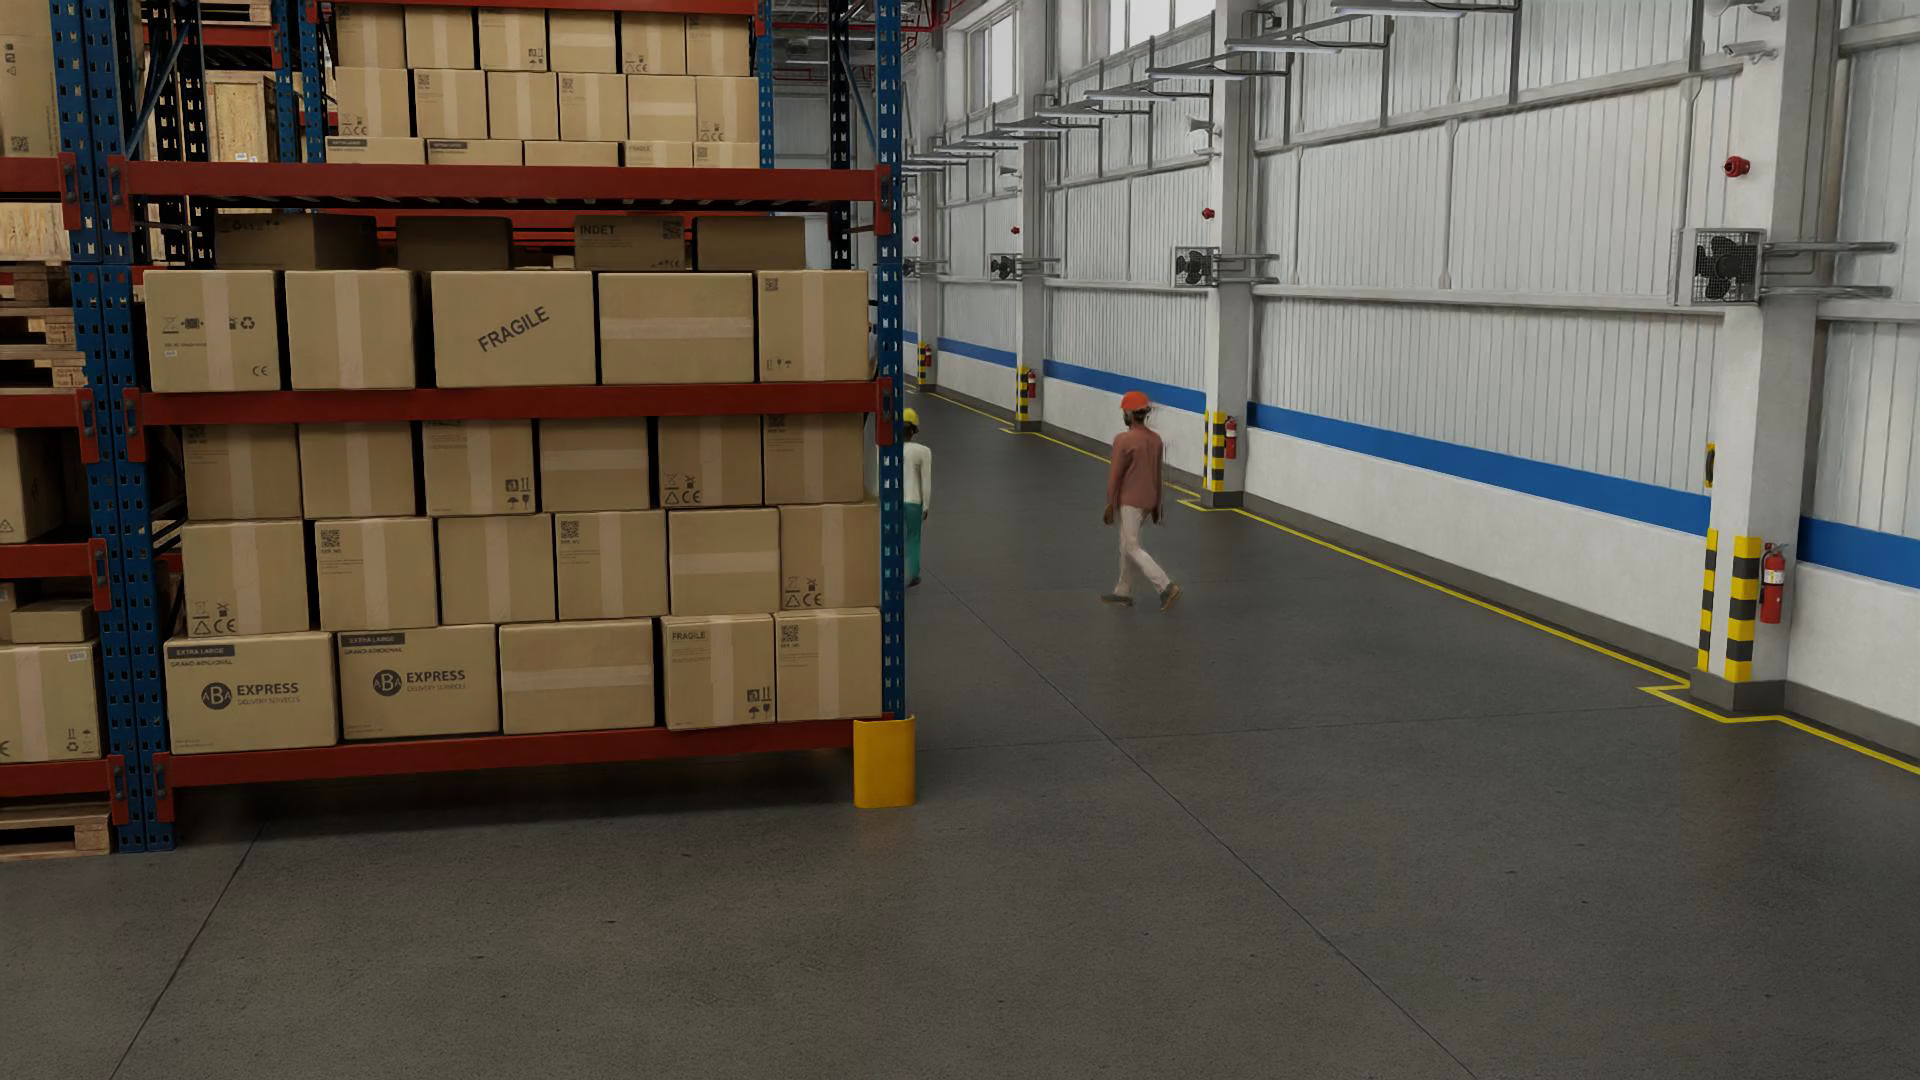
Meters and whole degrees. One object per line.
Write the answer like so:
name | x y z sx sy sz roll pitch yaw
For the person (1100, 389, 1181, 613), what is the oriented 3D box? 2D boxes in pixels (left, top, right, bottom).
person | 1.600 -0.335 14.625 0.879 1.971 0.609 8 12 40

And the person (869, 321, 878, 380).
person | -2.223 -4.456 40.439 0.569 1.760 0.406 -2 10 -14

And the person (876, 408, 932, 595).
person | -0.530 -0.367 15.527 0.535 1.731 0.853 1 9 3
